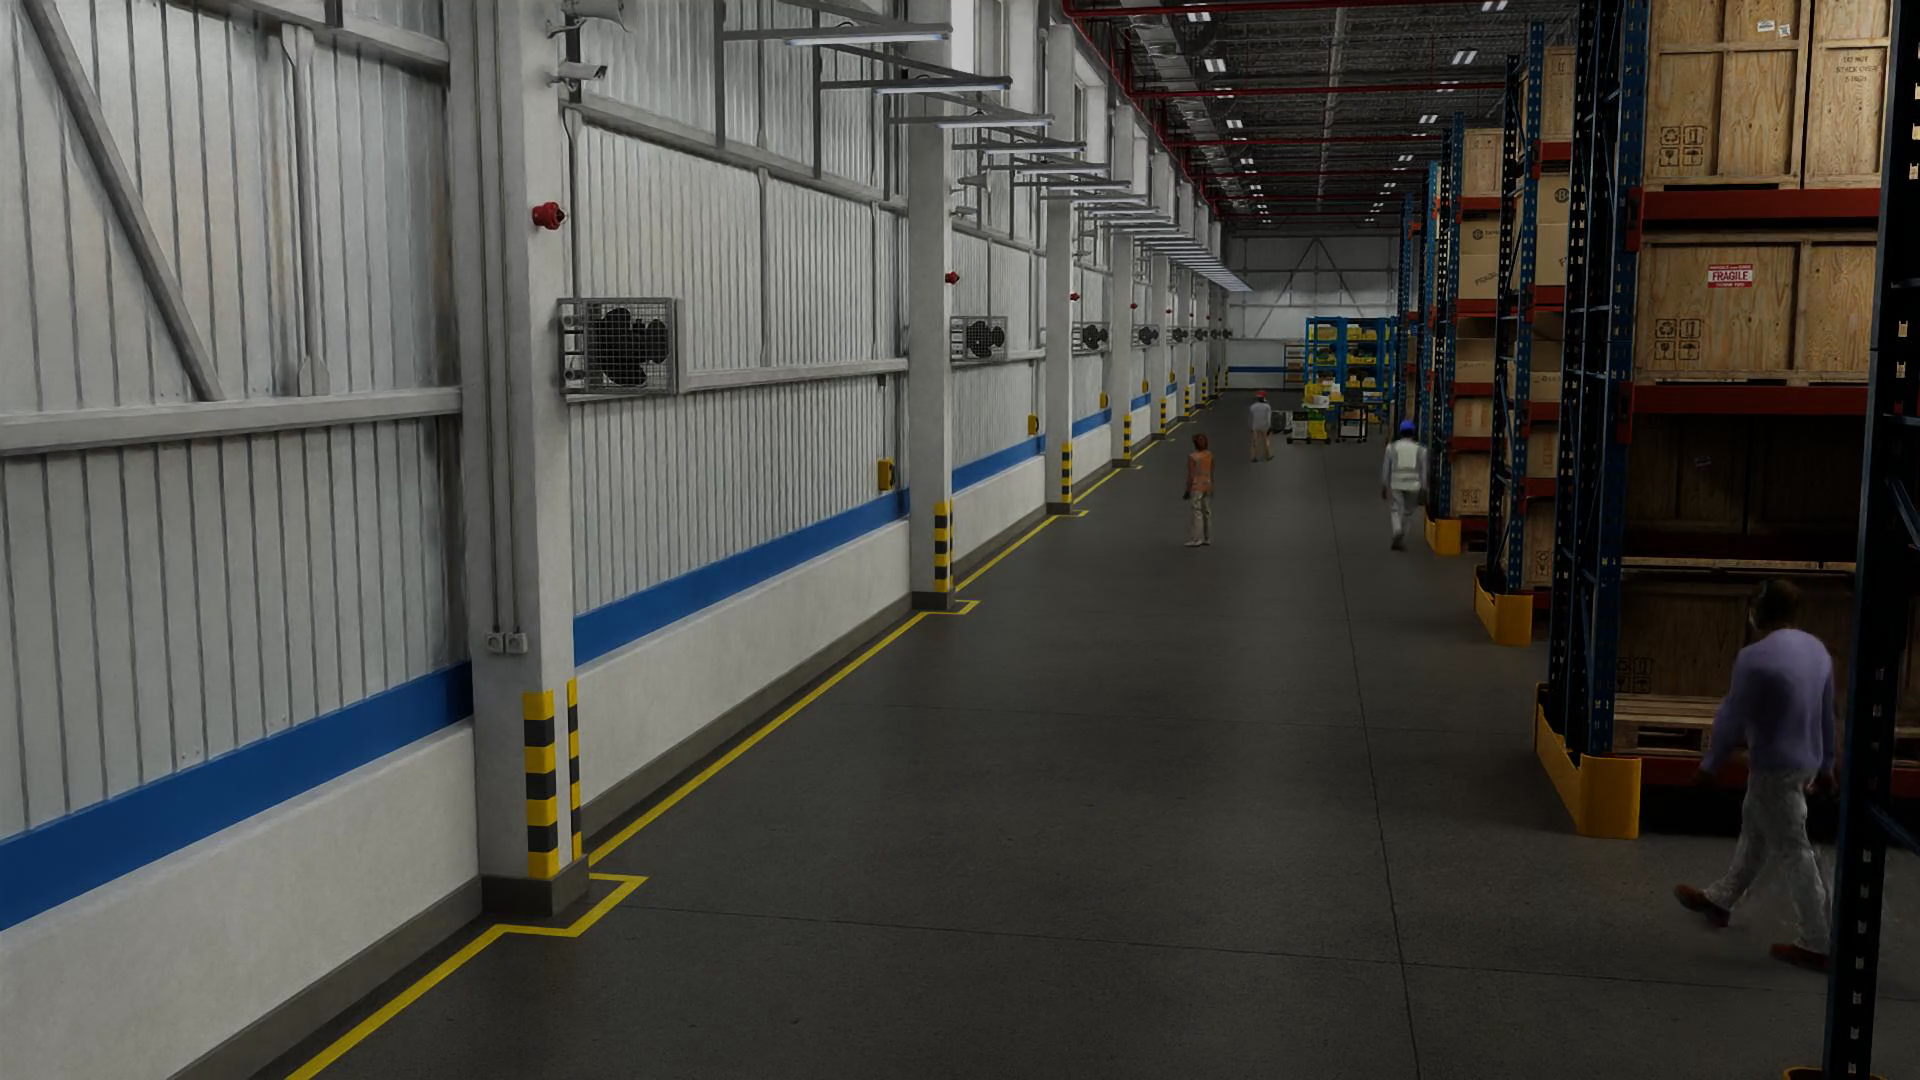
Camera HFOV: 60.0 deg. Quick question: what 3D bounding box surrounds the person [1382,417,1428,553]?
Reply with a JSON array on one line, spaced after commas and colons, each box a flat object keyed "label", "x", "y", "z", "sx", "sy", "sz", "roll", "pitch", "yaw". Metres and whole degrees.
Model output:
[{"label": "person", "x": 6.230, "y": -0.757, "z": 23.291, "sx": 0.609, "sy": 1.919, "sz": 0.619, "roll": 1, "pitch": 7, "yaw": 9}]

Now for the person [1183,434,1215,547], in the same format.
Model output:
[{"label": "person", "x": 3.476, "y": -0.705, "z": 24.076, "sx": 0.543, "sy": 1.640, "sz": 0.310, "roll": -6, "pitch": 9, "yaw": -38}]

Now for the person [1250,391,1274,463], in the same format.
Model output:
[{"label": "person", "x": 7.180, "y": -2.689, "z": 39.563, "sx": 0.586, "sy": 1.699, "sz": 0.884, "roll": 6, "pitch": 9, "yaw": 38}]

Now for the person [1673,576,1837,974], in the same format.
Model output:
[{"label": "person", "x": 3.990, "y": 1.124, "z": 8.309, "sx": 0.642, "sy": 1.886, "sz": 0.978, "roll": -5, "pitch": 9, "yaw": -36}]
